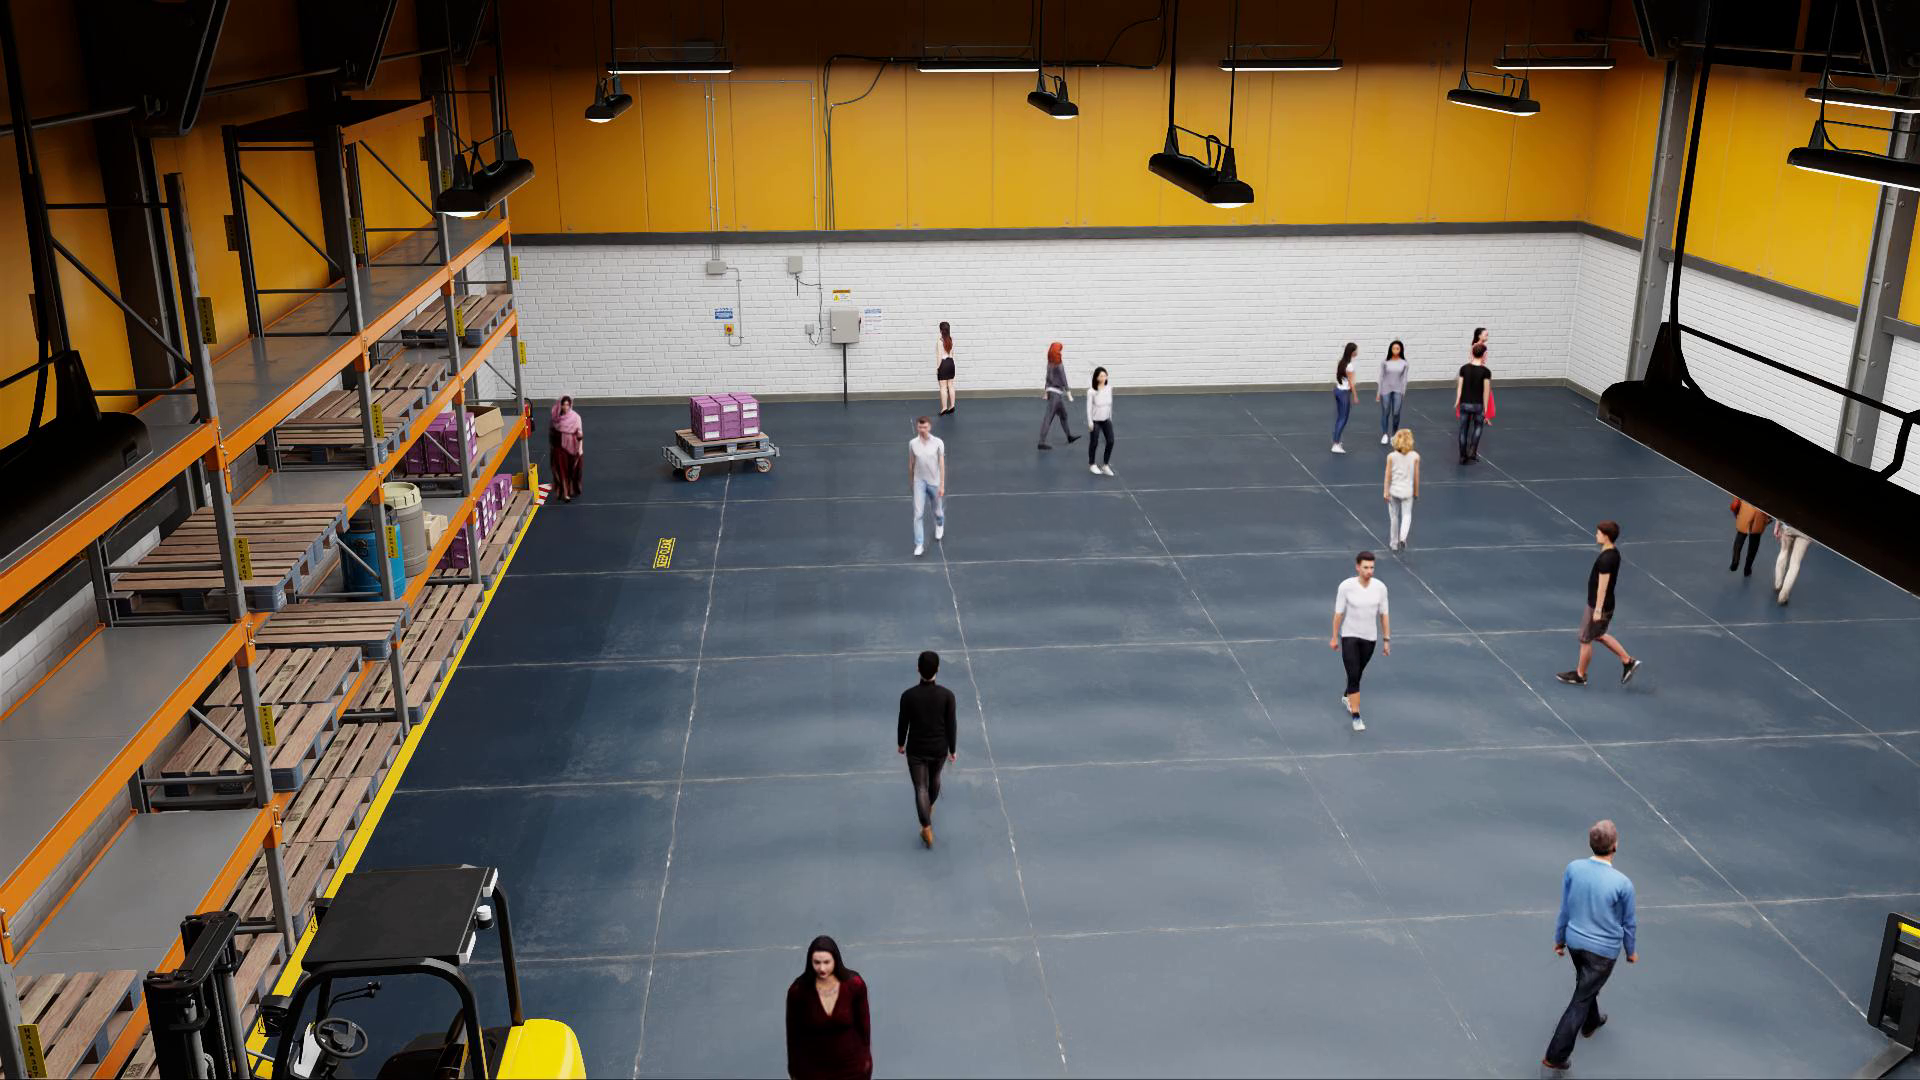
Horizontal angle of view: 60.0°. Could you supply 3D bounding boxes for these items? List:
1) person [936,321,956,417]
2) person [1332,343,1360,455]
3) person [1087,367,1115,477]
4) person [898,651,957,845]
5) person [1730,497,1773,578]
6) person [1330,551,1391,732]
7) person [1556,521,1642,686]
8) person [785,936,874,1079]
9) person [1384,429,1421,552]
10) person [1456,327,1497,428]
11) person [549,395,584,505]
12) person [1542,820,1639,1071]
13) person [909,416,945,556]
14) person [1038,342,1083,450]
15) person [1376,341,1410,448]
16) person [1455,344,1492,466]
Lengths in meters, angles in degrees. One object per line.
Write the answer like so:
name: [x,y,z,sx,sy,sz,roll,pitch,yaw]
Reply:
person: [-0.245,-2.980,28.907,0.685,1.648,0.625,15,24,37]
person: [6.161,-2.311,26.737,0.954,1.763,0.580,-6,19,-16]
person: [2.086,-1.832,25.442,0.772,1.683,0.823,-10,21,-27]
person: [-0.288,1.835,14.553,0.689,1.682,1.058,-3,19,-8]
person: [9.965,-0.324,20.921,0.940,1.709,1.008,13,23,34]
person: [4.039,0.975,16.917,0.732,1.804,1.171,-1,19,-3]
person: [6.892,0.701,17.669,1.067,1.843,1.105,9,21,25]
person: [-0.808,3.198,10.405,0.673,1.747,0.660,-2,19,-5]
person: [5.815,-0.626,21.895,0.716,1.661,0.812,4,19,11]
person: [8.667,-2.765,28.184,0.883,1.701,1.031,-14,23,-35]
person: [-5.716,-1.349,24.133,0.739,1.604,1.113,-2,19,-7]
person: [4.321,2.824,11.466,1.126,1.778,1.196,-14,23,-36]
person: [-0.406,-0.755,22.033,0.808,1.817,1.208,2,19,6]
person: [1.441,-2.276,26.672,0.861,1.740,1.068,-7,20,-20]
person: [7.030,-2.406,27.093,0.753,1.717,0.820,6,19,17]
person: [7.937,-2.085,25.879,0.819,1.882,0.846,9,21,26]
